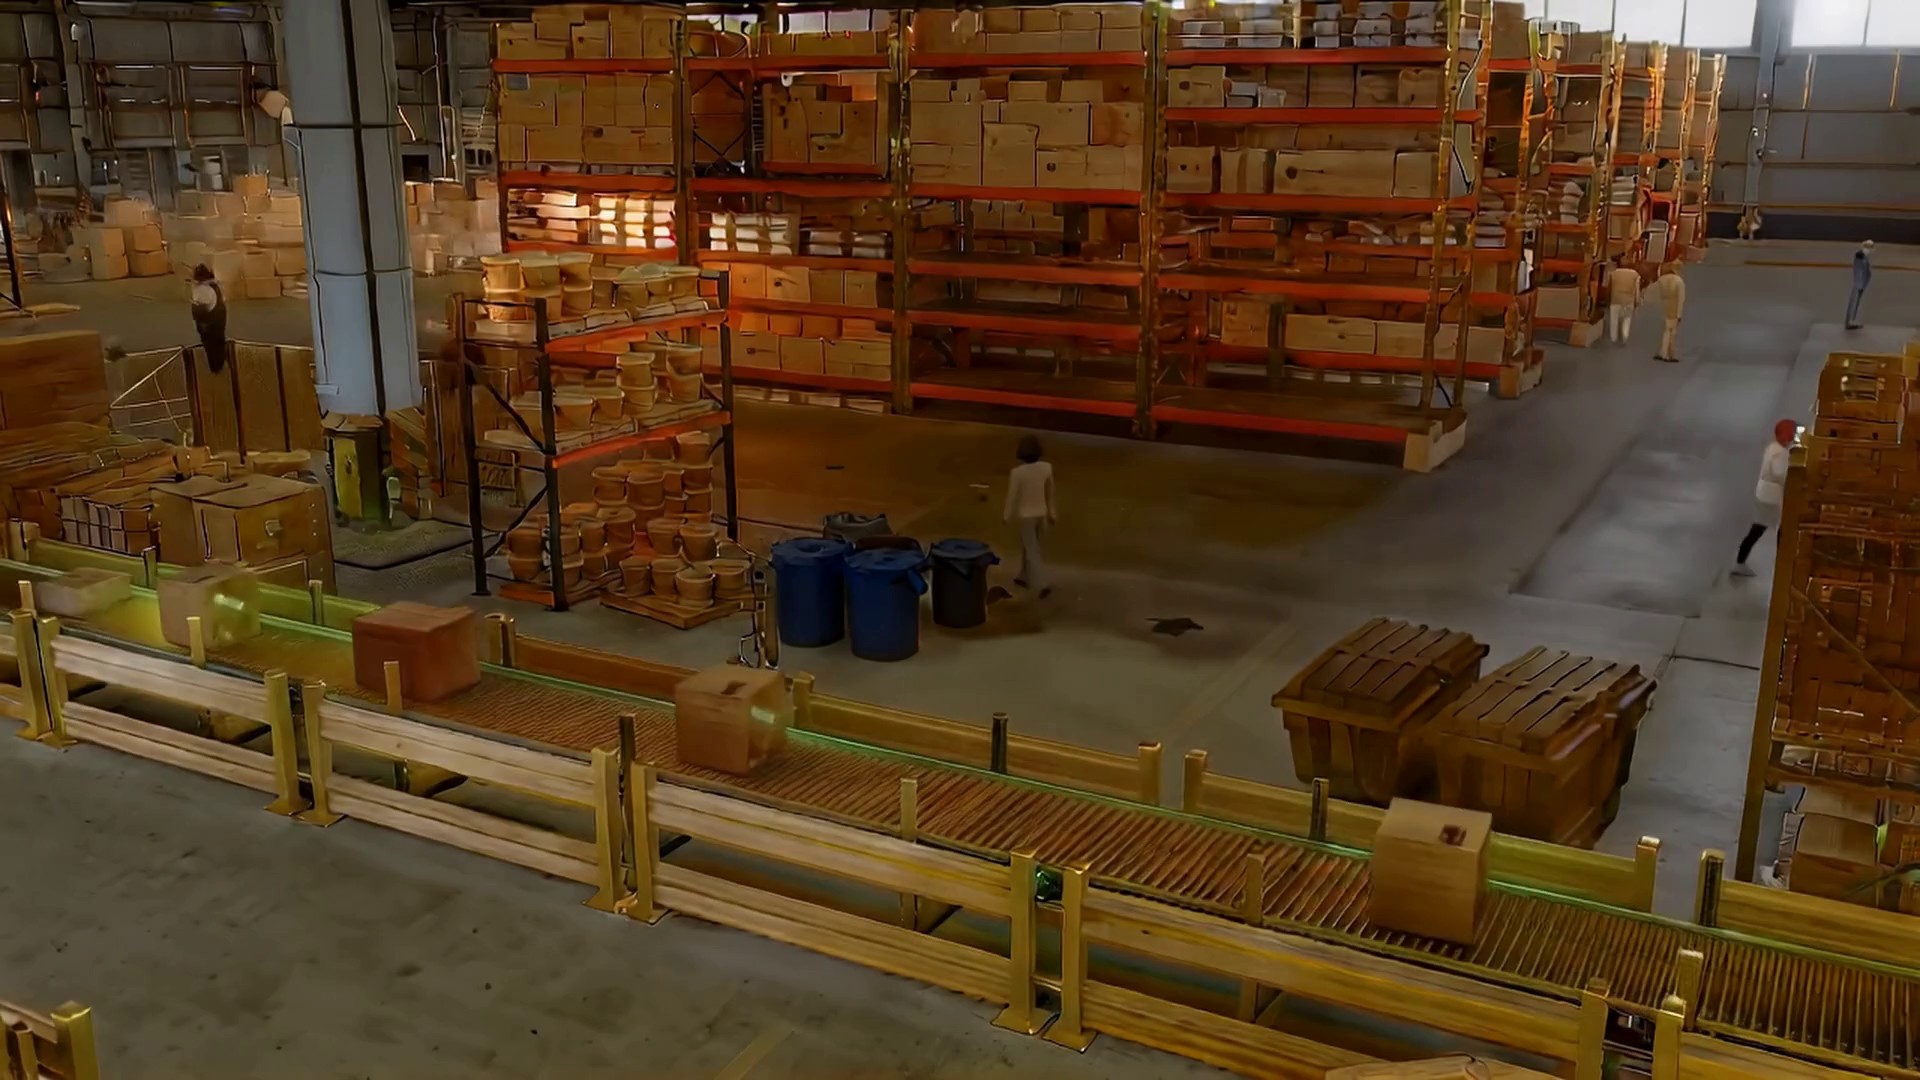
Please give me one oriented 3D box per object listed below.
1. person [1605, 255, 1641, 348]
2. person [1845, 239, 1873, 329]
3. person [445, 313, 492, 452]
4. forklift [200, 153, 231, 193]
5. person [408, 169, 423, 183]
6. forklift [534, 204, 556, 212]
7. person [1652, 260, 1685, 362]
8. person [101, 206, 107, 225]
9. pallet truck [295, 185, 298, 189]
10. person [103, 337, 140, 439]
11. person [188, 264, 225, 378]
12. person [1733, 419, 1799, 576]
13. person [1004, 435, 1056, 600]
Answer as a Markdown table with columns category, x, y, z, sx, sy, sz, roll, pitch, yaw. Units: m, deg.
| category | x | y | z | sx | sy | sz | roll | pitch | yaw |
| --- | --- | --- | --- | --- | --- | --- | --- | --- | --- |
| person | 13.001 | -4.674 | 32.687 | 0.650 | 1.824 | 0.490 | 6 | 16 | 22 |
| person | 19.239 | -5.464 | 35.535 | 0.398 | 1.899 | 0.644 | 8 | 17 | 26 |
| person | -6.779 | -2.161 | 22.974 | 0.428 | 1.972 | 0.634 | 7 | 16 | 23 |
| forklift | -27.439 | -12.865 | 61.464 | 1.873 | 2.768 | 1.129 | 8 | 17 | 28 |
| person | -22.979 | -14.710 | 70.296 | 0.630 | 1.898 | 0.982 | -1 | 15 | -5 |
| forklift | -8.057 | -5.442 | 33.559 | 1.873 | 2.768 | 1.129 | 8 | 17 | 28 |
| person | 13.279 | -4.278 | 31.069 | 0.400 | 1.902 | 0.642 | -5 | 16 | -17 |
| person | -26.114 | -9.433 | 51.020 | 0.518 | 1.600 | 0.836 | 2 | 15 | 8 |
| pallet truck | -26.804 | -14.617 | 69.738 | 1.885 | 1.965 | 0.823 | -14 | 20 | -42 |
| person | -11.353 | -1.865 | 22.302 | 0.824 | 1.737 | 0.521 | -7 | 16 | -25 |
| person | -13.296 | -3.904 | 29.385 | 0.533 | 2.000 | 0.807 | 1 | 15 | 5 |
| person | 8.414 | -0.414 | 16.985 | 0.854 | 1.649 | 0.554 | 4 | 16 | 16 |
| person | 0.732 | -0.230 | 16.421 | 0.520 | 1.603 | 0.819 | -10 | 18 | -34 |
